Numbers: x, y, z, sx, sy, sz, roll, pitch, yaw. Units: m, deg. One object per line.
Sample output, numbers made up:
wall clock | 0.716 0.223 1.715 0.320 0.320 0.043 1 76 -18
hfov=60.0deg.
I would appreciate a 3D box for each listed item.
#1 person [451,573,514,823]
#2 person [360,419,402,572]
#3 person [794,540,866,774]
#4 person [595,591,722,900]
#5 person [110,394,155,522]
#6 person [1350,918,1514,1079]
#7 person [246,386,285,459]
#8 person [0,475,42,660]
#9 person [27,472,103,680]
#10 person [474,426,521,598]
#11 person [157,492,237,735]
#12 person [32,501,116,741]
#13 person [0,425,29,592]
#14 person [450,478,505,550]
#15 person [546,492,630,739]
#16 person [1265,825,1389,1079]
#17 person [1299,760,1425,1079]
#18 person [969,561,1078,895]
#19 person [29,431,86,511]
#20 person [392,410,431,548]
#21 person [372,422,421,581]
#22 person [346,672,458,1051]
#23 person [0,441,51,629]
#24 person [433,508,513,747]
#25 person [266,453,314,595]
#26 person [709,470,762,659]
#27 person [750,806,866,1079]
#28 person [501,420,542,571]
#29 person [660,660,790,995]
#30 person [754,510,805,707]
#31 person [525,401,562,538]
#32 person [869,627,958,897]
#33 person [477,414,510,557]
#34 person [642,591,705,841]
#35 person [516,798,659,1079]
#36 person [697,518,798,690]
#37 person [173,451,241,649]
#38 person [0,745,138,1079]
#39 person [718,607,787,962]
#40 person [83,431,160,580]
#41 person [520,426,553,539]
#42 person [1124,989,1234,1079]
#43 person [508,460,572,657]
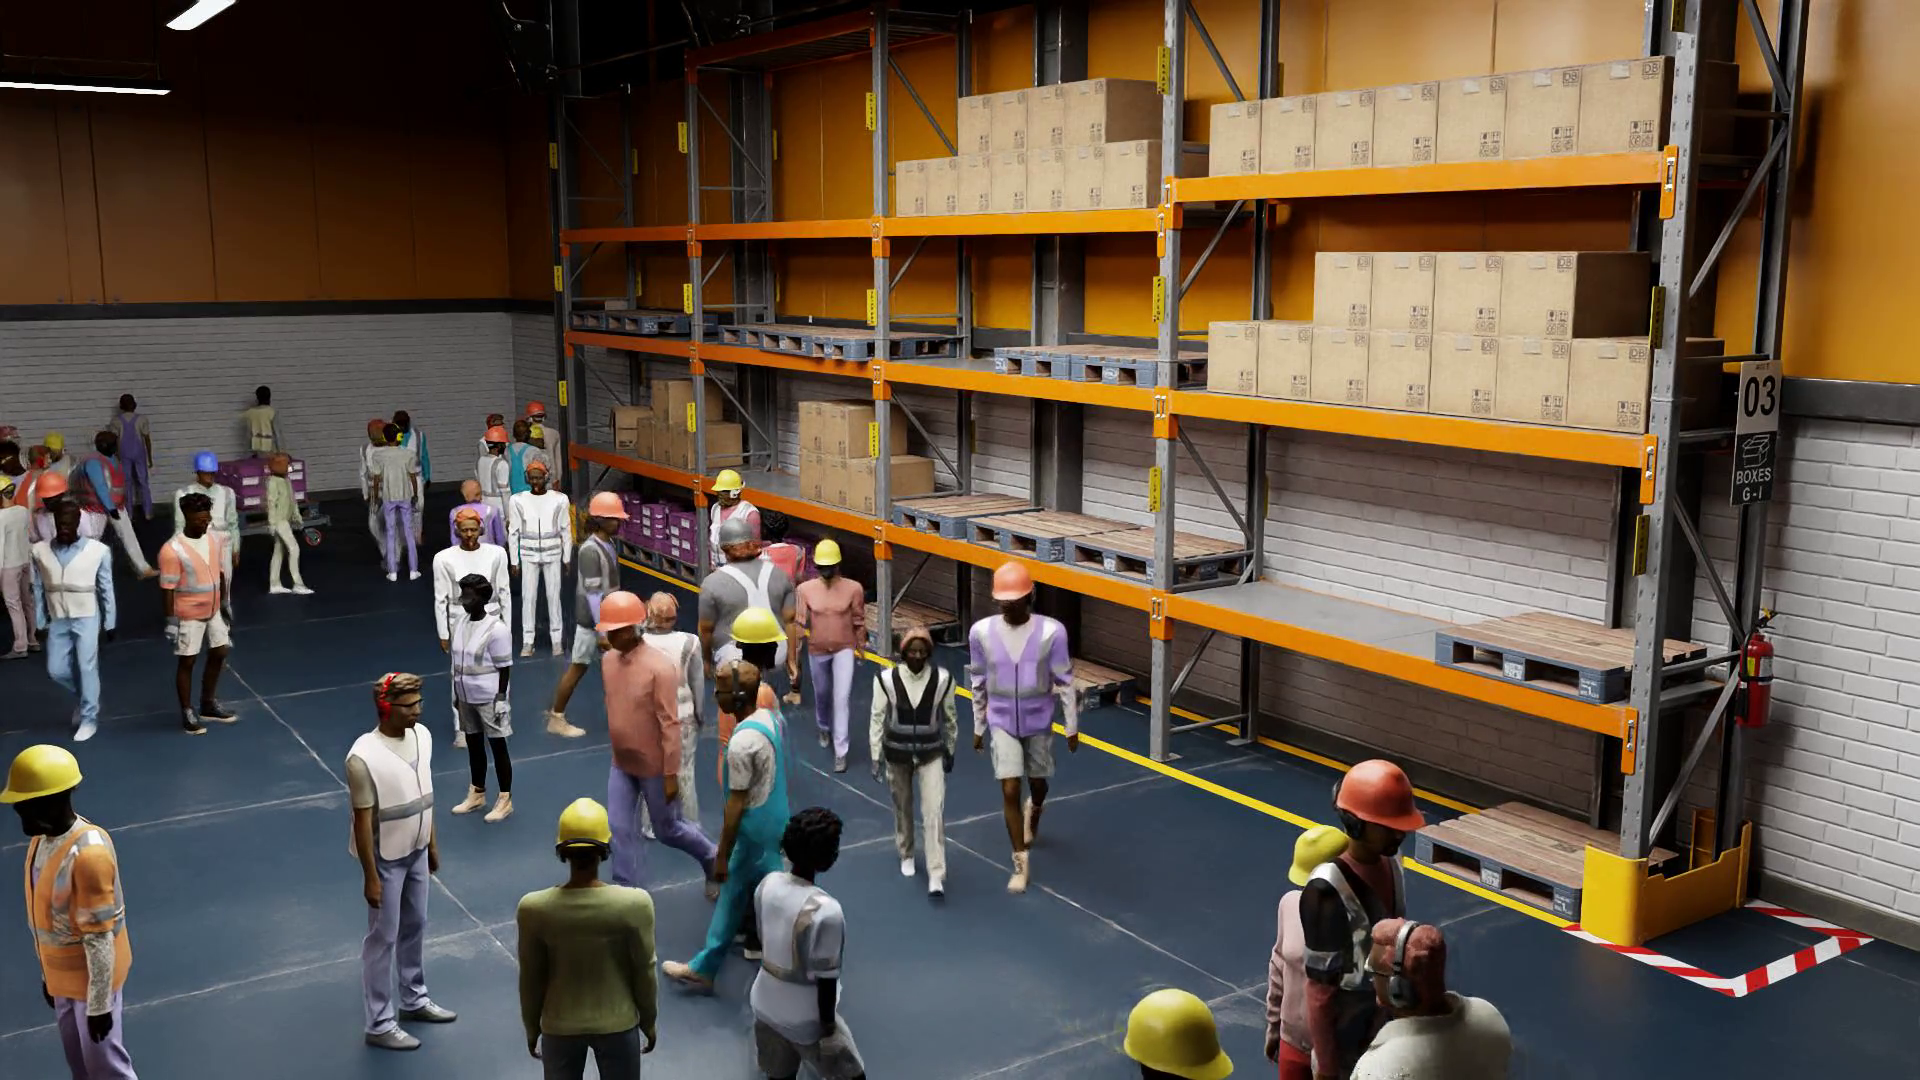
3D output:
person | -3.236 1.055 11.231 0.537 1.697 0.317 6 11 32
person | -6.947 -0.535 20.070 0.618 1.866 0.396 1 10 8
person | -0.991 0.818 12.584 0.545 1.716 0.919 0 10 0
person | -1.730 1.228 9.469 0.656 1.959 0.889 8 12 39
person | -11.900 -1.177 23.911 0.505 1.842 0.345 -4 11 -23
person | 1.424 2.038 5.006 0.644 1.855 1.016 -6 11 -30
person | -10.250 -1.331 24.617 0.629 1.904 0.436 3 10 19
person | -8.987 0.255 15.746 0.327 1.763 0.523 1 10 3
person | -8.210 0.272 15.354 0.561 1.888 1.001 0 10 2
person | -5.155 -0.310 18.577 0.546 1.929 0.385 8 13 39
person | -6.093 0.571 13.345 0.416 1.955 0.688 3 10 15
person | -6.982 0.626 13.130 0.625 1.904 0.464 -1 10 -4
person | -10.742 -0.347 18.859 0.644 1.904 0.399 3 10 19
person | -4.795 0.191 16.522 0.516 1.616 0.635 -1 10 -4
person | -2.787 0.607 13.040 1.073 1.981 0.634 1 10 5
person | 1.329 1.892 6.146 0.325 1.760 0.523 -8 12 -37
person | 1.468 1.772 6.065 0.409 2.029 0.615 8 12 38
person | 0.395 1.078 10.229 0.652 2.013 0.897 1 10 7
person | -10.658 -0.426 19.695 0.612 1.789 0.828 -3 10 -18
person | -7.253 -0.792 21.734 0.697 1.819 0.511 -6 11 -29
person | -6.636 -0.447 19.568 0.521 1.864 0.336 -3 10 -17
person | -2.736 1.529 8.050 0.388 1.836 0.560 3 10 15
person | -9.568 -0.050 17.111 0.730 1.916 0.425 1 10 3
person | -3.774 0.679 12.926 0.575 1.876 0.343 -5 11 -25
person | -7.524 -0.181 18.717 0.662 1.606 0.522 -1 10 -3
person | -2.130 0.246 15.595 0.597 1.827 0.403 7 12 36
person | -0.592 1.856 6.566 0.469 1.671 0.554 -8 12 -39
person | -5.273 -0.530 20.104 0.506 1.846 0.349 2 10 10
person | -1.136 1.485 8.365 0.933 1.803 0.527 1 10 5
person | -1.521 0.594 13.960 0.536 1.693 0.319 -9 13 -42
person | -5.312 -0.758 21.000 0.612 1.995 0.393 -9 13 -44
person | -0.275 1.323 9.944 0.536 1.594 0.853 0 10 -2
person | -5.839 -0.669 20.917 0.390 1.846 0.565 3 10 16
person | -1.917 1.150 10.843 0.517 1.641 0.308 -2 10 -12
person | -1.418 1.851 6.386 0.525 1.760 0.334 -1 10 -5
person | -1.529 0.790 11.778 0.692 2.000 1.069 -7 12 -35
person | -7.309 0.094 16.167 0.625 1.936 0.526 -9 13 -44
person | -3.525 1.735 6.613 0.584 1.918 0.409 9 13 41
person | -1.117 1.313 9.039 0.386 1.928 0.589 -5 11 -27
person | -9.947 -0.383 19.436 1.005 1.791 0.618 0 10 2
person | -5.247 -0.548 20.557 0.491 1.732 0.324 2 10 11
person | 0.543 2.106 4.421 0.587 1.908 0.648 -8 13 -39
person | -3.992 0.177 15.840 0.583 1.882 0.337 -2 10 -12
